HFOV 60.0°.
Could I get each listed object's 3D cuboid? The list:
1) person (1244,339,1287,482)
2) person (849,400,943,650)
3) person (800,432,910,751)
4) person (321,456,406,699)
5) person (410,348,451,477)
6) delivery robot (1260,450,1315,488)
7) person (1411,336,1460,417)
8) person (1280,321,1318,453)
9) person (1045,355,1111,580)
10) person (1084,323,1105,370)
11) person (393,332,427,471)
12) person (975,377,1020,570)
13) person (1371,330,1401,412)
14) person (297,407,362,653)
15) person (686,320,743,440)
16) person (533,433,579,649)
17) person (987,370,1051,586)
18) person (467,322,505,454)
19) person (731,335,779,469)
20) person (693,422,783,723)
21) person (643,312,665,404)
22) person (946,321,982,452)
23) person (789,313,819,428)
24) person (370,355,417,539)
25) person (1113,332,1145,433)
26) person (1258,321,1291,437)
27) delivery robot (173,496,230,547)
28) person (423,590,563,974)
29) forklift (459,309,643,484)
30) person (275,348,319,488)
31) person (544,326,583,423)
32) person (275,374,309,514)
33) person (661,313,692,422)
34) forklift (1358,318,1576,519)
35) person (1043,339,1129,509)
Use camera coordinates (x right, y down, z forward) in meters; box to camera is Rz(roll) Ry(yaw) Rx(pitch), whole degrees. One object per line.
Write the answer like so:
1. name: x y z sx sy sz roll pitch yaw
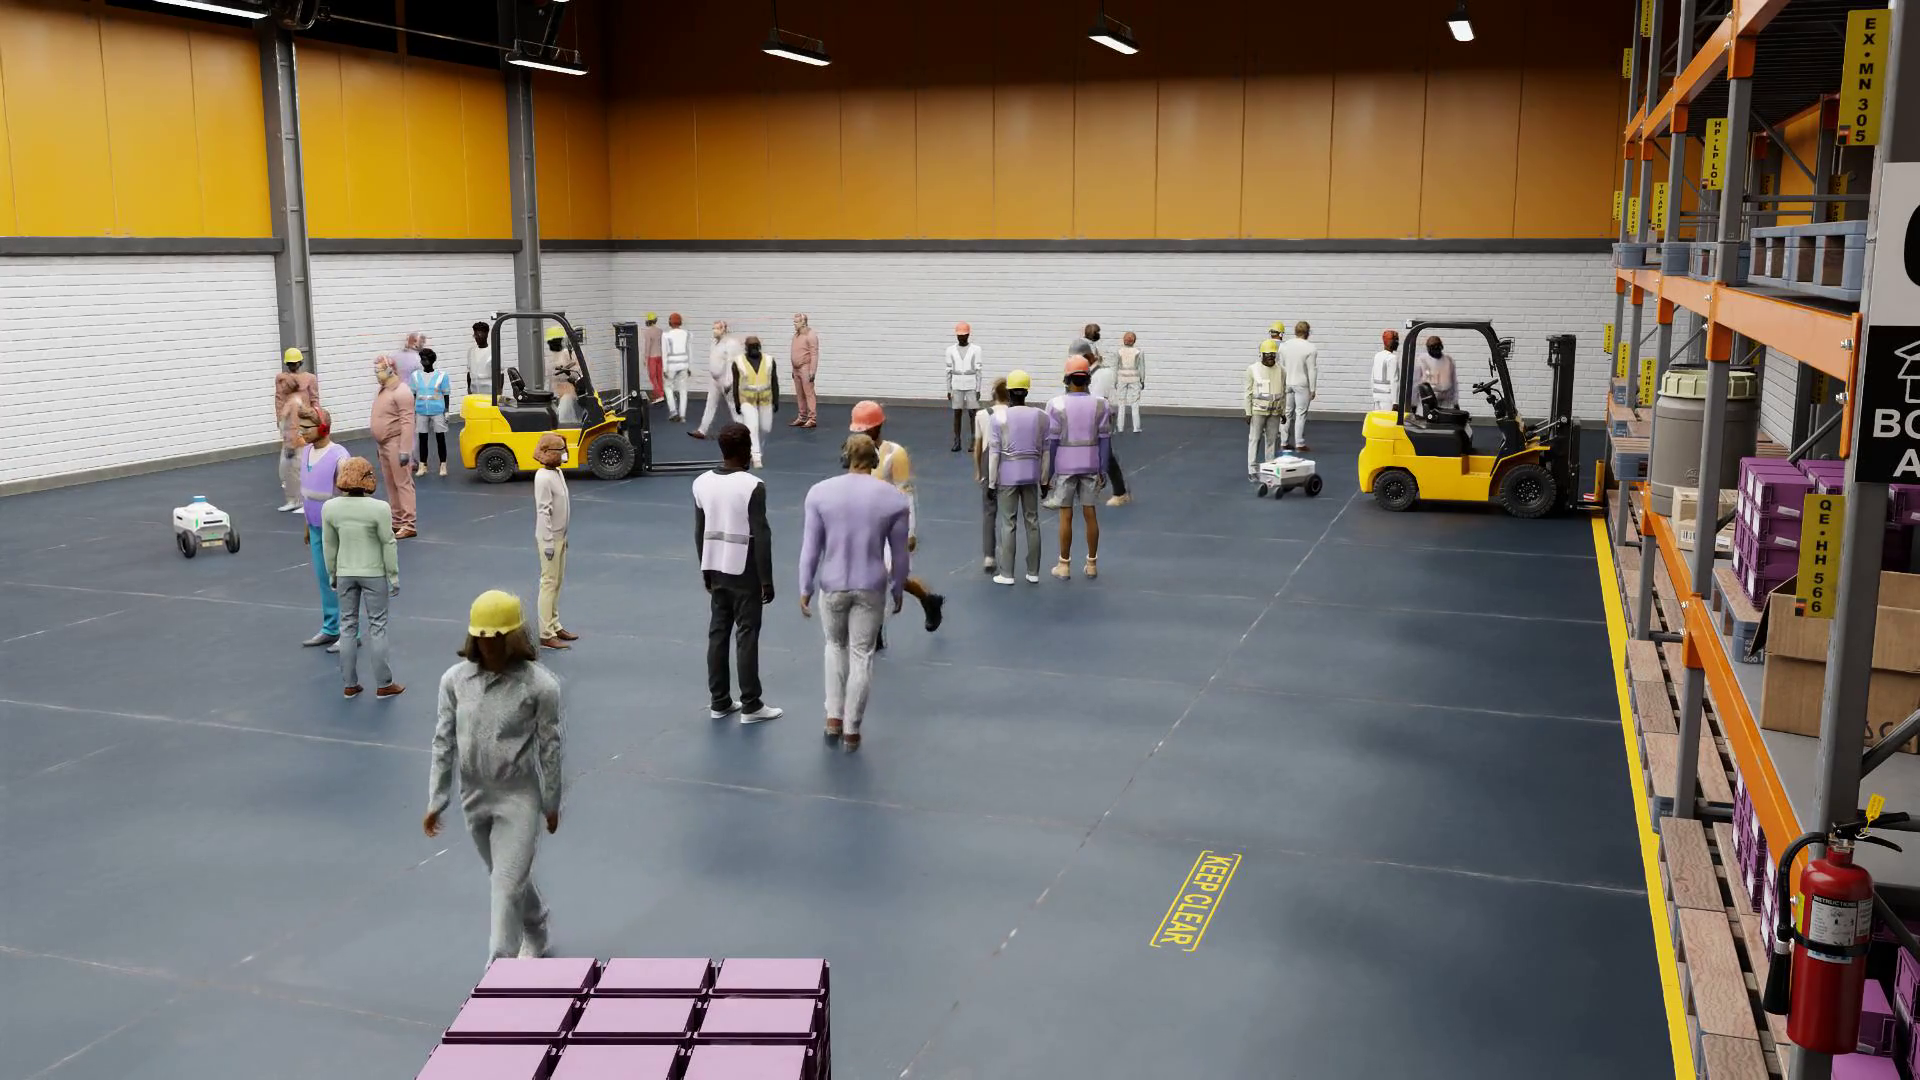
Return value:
1. person: 3.931 -1.658 21.342 0.586 1.833 0.404 -3 10 -16
2. person: -0.511 -0.116 12.494 0.598 1.902 0.762 8 13 39
3. person: -0.630 0.297 10.111 0.660 1.907 0.635 0 10 -1
4. person: -3.995 0.255 11.131 0.507 1.633 0.278 1 10 7
5. person: -6.934 -1.665 21.777 0.531 1.692 0.320 0 10 -3
6. delivery robot: 3.954 -0.841 20.073 0.707 0.478 0.477 -8 13 -36
7. person: 6.476 -1.882 22.685 0.678 1.815 0.487 -3 10 -15
8. person: 4.946 -2.239 24.354 0.377 1.932 0.640 -9 14 -42
9. person: 1.054 -0.658 15.118 0.611 2.043 0.374 -2 10 -13
10. person: 2.003 -2.432 25.717 0.456 1.829 0.634 0 10 -1
11. person: -7.279 -1.849 22.339 0.668 1.868 0.589 7 12 36
12. person: 0.384 -0.631 15.690 0.505 1.800 0.968 1 10 4
13. person: 5.790 -1.906 22.594 0.339 1.883 0.584 -3 10 -14
14. person: -4.710 -0.084 12.450 0.571 1.840 0.374 8 13 39
15. person: -3.762 -2.459 25.741 0.966 1.862 0.676 -8 13 -38
16. person: -3.064 -0.001 12.572 0.267 1.632 0.509 0 10 -1
17. person: 0.516 -0.552 14.846 0.594 1.926 0.366 -4 11 -20
18. person: -6.690 -2.091 23.403 0.602 1.966 0.368 3 11 18
19. person: -2.817 -1.909 22.813 0.633 1.815 0.715 -3 11 -19
20. person: -1.435 0.210 10.581 0.587 1.920 0.390 7 12 34
21. person: -5.836 -3.490 31.941 0.452 1.754 0.573 5 11 24
22. person: 0.052 -2.240 24.381 0.540 1.927 0.413 2 10 10
23. person: -2.620 -2.816 27.665 0.401 1.904 0.648 -7 12 -36
24. person: -5.882 -0.958 17.215 0.403 1.901 0.637 -9 13 -40
25. person: 2.732 -2.541 26.865 0.523 1.636 0.310 2 10 14
26. person: 5.018 -2.553 26.388 0.588 1.831 0.404 8 13 39
27. delivery robot: -7.487 -0.190 16.412 0.477 0.478 0.707 -9 13 -41
28. person: -1.826 1.018 6.645 0.495 1.701 0.888 2 10 12
29. forklift: -5.354 -1.902 21.697 2.313 2.155 1.214 -2 10 -13
30. person: -8.286 -1.524 20.802 0.523 1.760 0.327 -2 10 -9
31. person: -5.664 -2.057 23.425 0.904 1.884 0.619 -8 13 -39
32. person: -7.484 -1.071 18.677 0.431 1.596 0.573 -8 13 -37
33. person: -4.853 -2.949 28.516 0.573 1.867 0.434 -6 11 -28
34. forklift: 5.787 -1.437 19.079 2.313 2.155 1.214 3 11 19
35. person: 1.497 -1.373 19.151 1.080 2.000 0.685 -8 13 -38
